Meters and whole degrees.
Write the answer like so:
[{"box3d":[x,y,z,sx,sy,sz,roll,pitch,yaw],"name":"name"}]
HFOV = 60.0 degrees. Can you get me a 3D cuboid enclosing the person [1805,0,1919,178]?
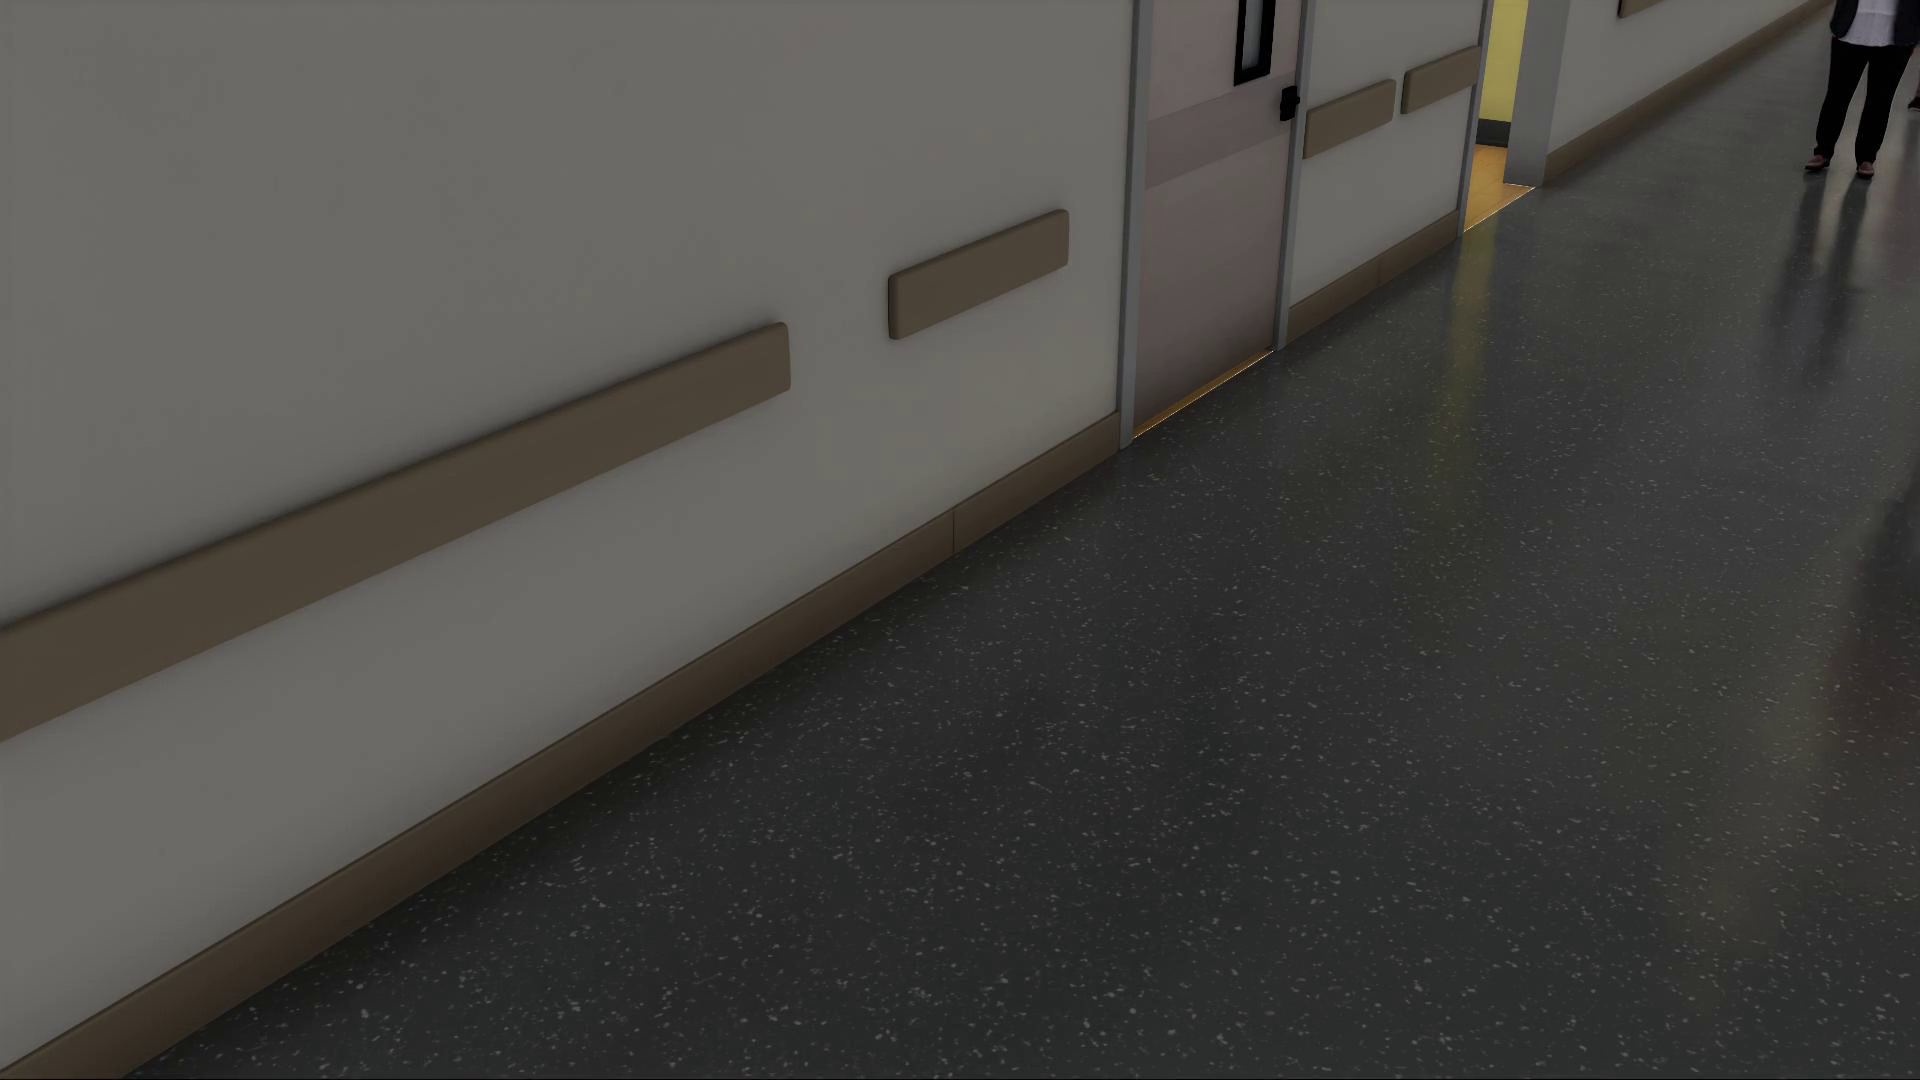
[{"box3d":[5.343,-2.949,9.710,0.599,1.597,0.731,15,30,28],"name":"person"}]
